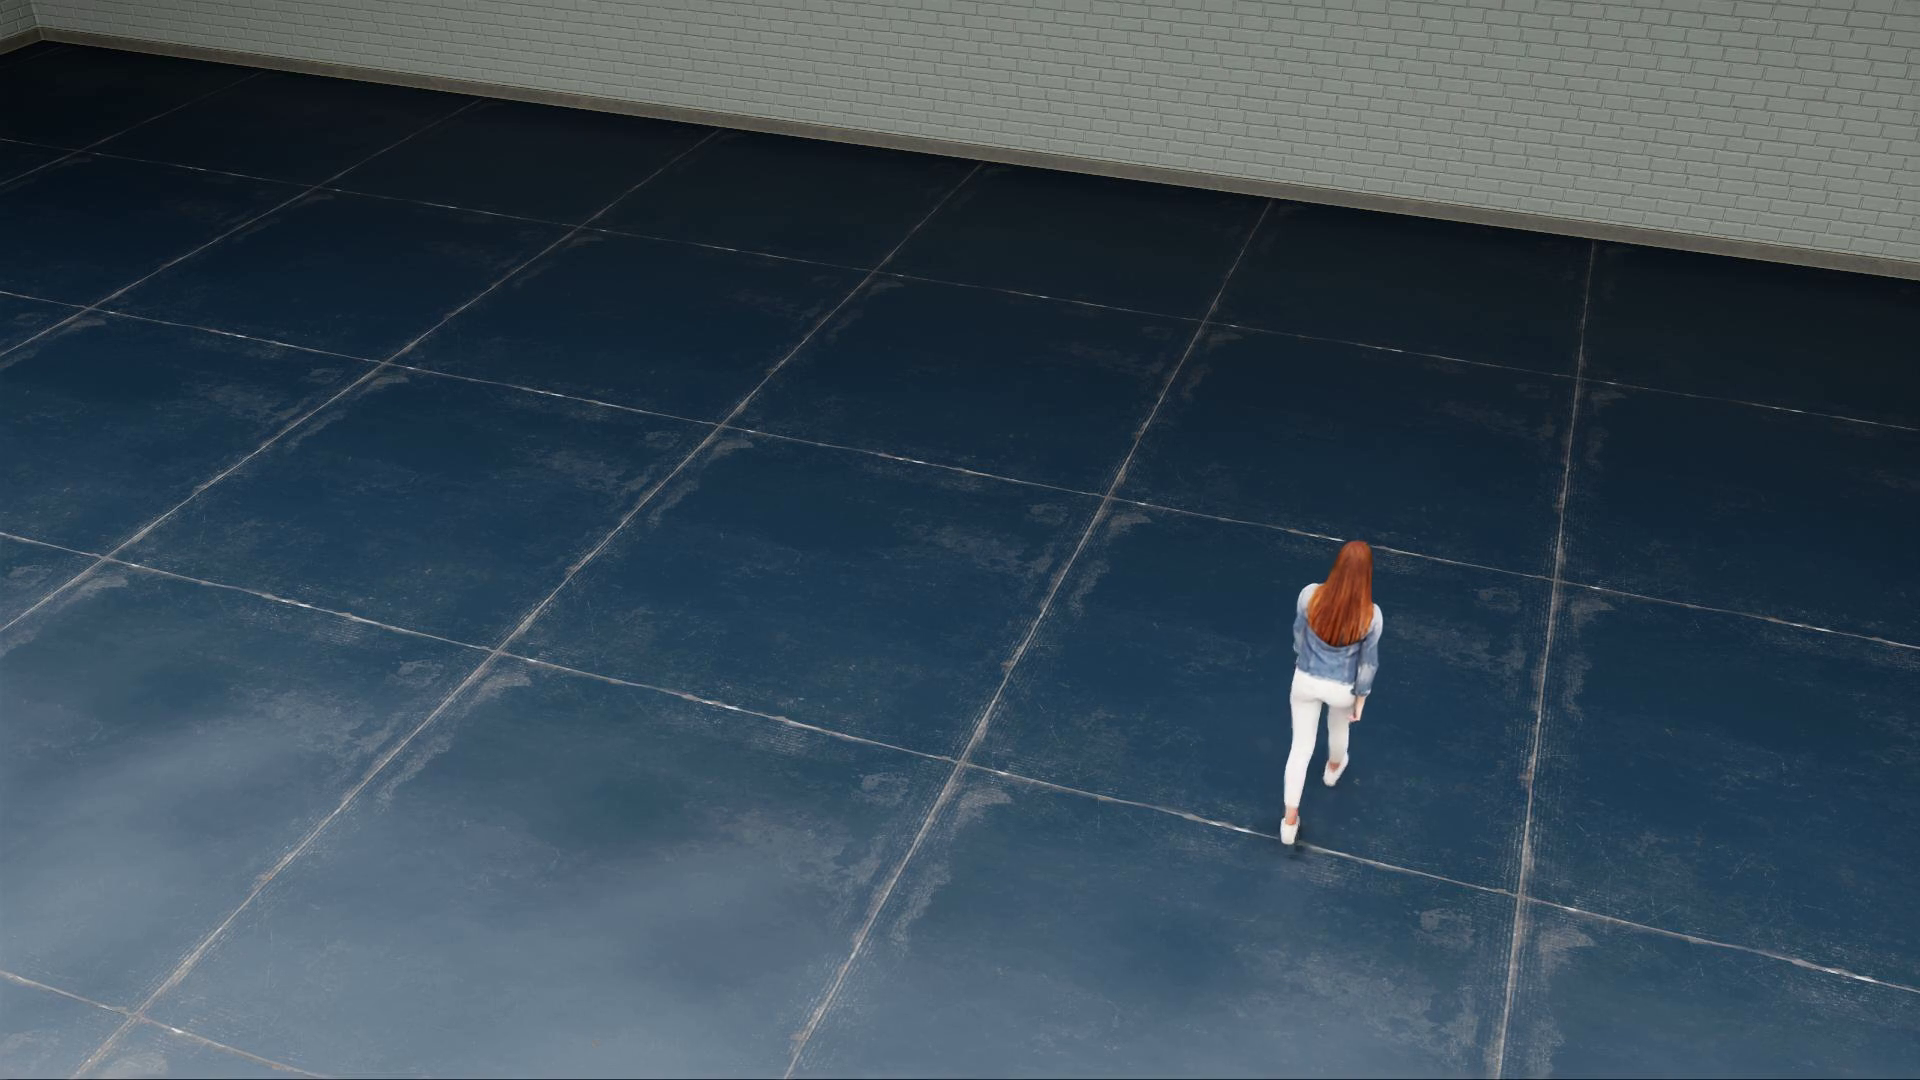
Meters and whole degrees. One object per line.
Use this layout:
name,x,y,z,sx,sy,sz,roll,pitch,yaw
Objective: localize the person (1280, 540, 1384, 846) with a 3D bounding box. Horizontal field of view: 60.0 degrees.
person,1.814,0.796,8.386,0.621,1.661,1.073,12,35,18
